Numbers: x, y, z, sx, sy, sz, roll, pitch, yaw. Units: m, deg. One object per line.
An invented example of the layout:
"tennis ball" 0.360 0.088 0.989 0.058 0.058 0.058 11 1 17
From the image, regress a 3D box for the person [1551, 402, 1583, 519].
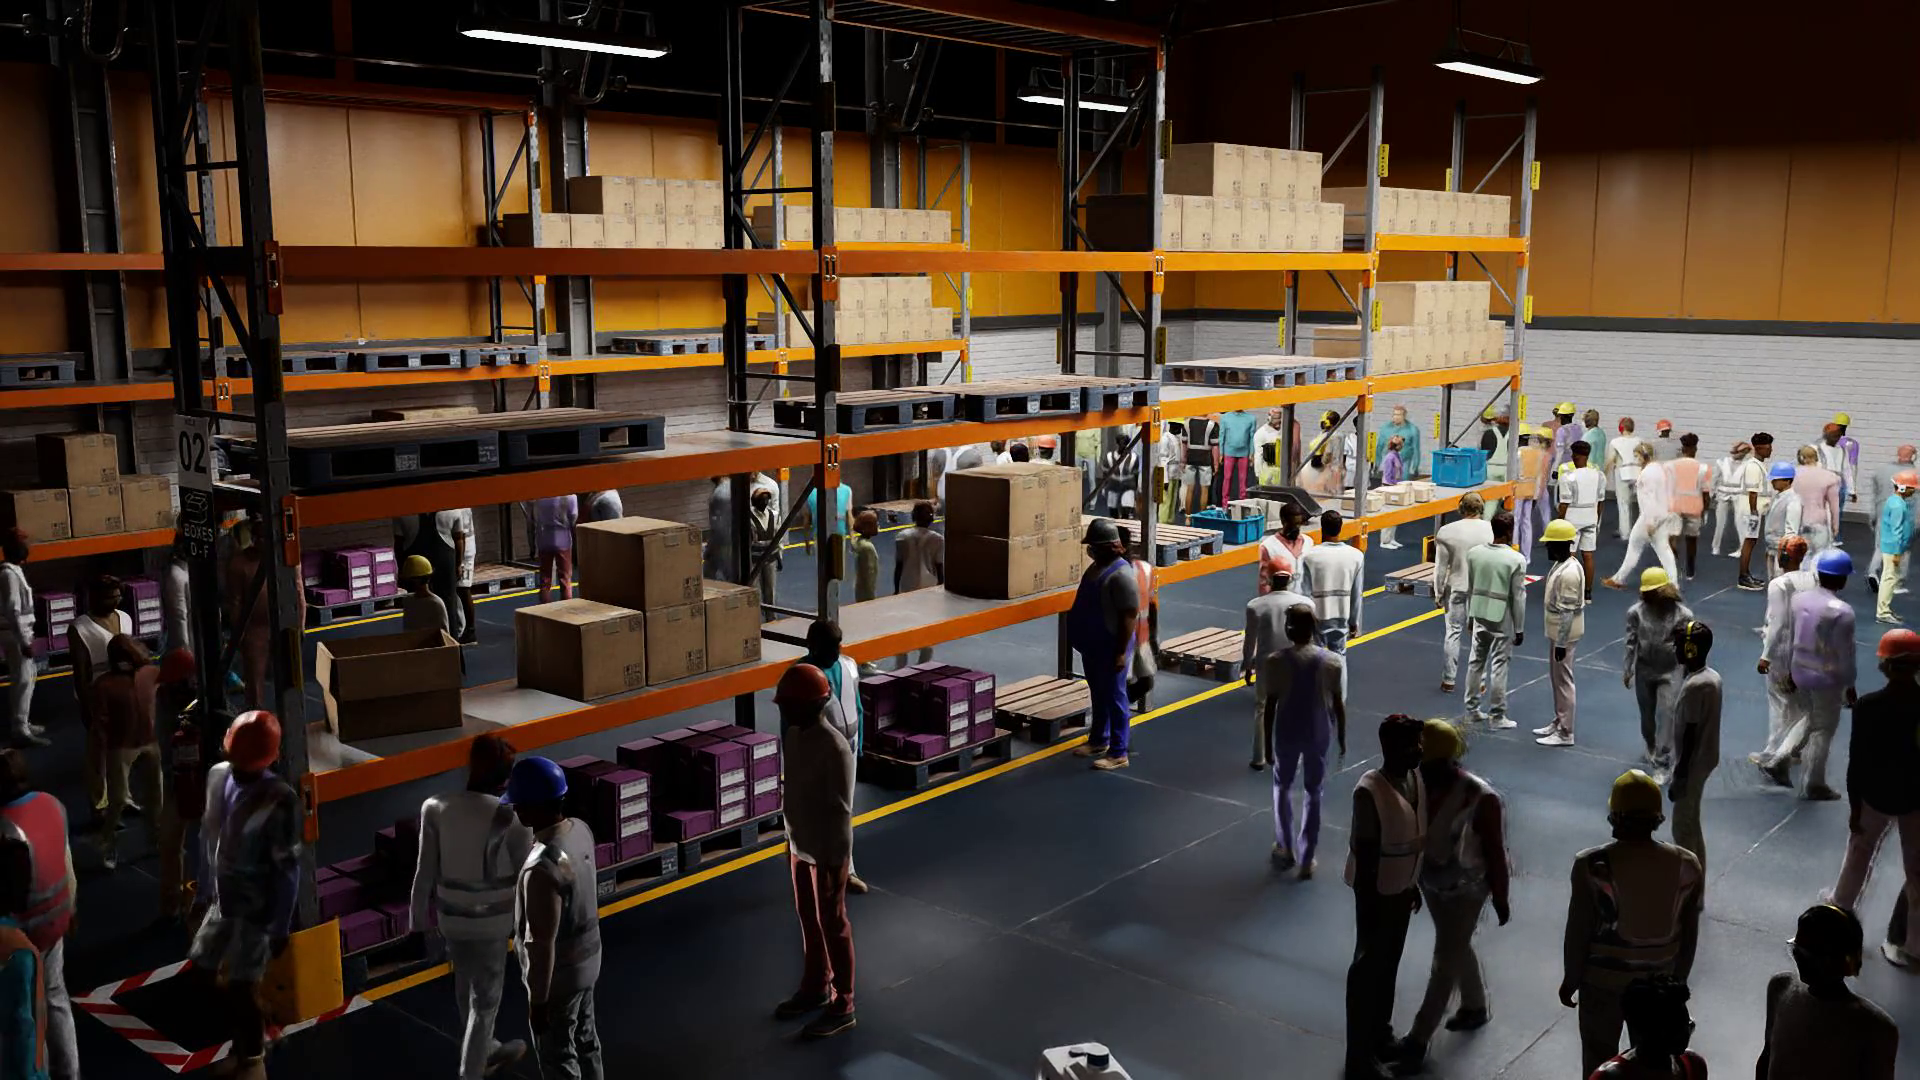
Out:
"person" 9.243 -1.138 25.418 0.594 1.925 0.370 -8 12 -39

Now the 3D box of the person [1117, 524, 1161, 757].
"person" 1.362 0.813 13.776 0.673 1.933 0.541 -6 11 -30

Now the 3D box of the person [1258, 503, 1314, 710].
"person" 2.955 0.596 15.132 0.603 1.904 0.386 -5 11 -29

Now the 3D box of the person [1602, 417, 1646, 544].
"person" 9.600 -0.868 24.145 0.594 1.815 0.753 -3 10 -18

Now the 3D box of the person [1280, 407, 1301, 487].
"person" 5.119 -1.238 26.119 0.655 1.900 0.395 -6 11 -34

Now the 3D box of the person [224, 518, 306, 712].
"person" -5.915 0.750 14.250 0.636 1.899 0.401 -8 12 -39

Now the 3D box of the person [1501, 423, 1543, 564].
"person" 7.519 -0.612 22.322 0.592 1.915 0.391 -5 11 -26

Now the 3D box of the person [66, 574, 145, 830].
"person" -6.158 1.154 12.002 0.390 1.838 0.563 2 10 11

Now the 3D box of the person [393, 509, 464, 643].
"person" -5.409 0.221 16.966 0.681 2.000 0.535 -3 10 -18

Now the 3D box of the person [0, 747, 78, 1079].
"person" -4.407 1.860 7.789 0.429 1.841 0.635 0 10 -2

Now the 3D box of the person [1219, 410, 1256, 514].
"person" 4.457 -1.399 26.774 0.613 1.994 0.381 1 10 4

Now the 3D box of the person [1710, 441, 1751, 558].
"person" 10.613 -0.560 22.908 0.541 1.615 0.374 6 11 30

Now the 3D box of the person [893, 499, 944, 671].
"person" -0.390 0.525 15.838 0.538 1.823 0.433 3 10 16

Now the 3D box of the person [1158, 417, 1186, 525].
"person" 3.097 -0.938 24.251 0.396 1.920 0.587 5 11 29

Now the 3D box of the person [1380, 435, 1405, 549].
"person" 6.132 -0.684 23.600 0.313 1.632 0.523 5 11 27

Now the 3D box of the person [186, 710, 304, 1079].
"person" -3.436 1.759 7.966 0.685 1.981 0.395 7 12 38

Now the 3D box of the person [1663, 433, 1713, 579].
"person" 9.158 -0.395 21.037 0.616 1.926 0.944 5 11 26

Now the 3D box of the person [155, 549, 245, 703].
"person" -7.128 0.616 15.372 0.991 1.798 0.496 -3 10 -16

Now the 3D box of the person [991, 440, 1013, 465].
"person" 0.571 -0.493 21.714 0.348 1.879 0.585 1 10 8

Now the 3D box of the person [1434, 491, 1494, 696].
"person" 4.785 0.497 15.666 0.634 1.931 0.359 3 10 16

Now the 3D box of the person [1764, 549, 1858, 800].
"person" 6.461 1.022 12.496 0.459 1.931 0.619 -1 10 -8

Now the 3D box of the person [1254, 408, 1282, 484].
"person" 4.694 -1.035 24.914 0.652 1.896 0.402 -6 11 -32

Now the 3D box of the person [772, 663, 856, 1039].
"person" -0.780 1.619 8.794 0.408 1.986 0.618 -6 11 -33

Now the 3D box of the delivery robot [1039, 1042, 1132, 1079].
"delivery robot" 0.616 2.509 7.453 0.477 0.478 0.707 -3 10 -17

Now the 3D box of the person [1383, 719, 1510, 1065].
"person" 2.495 1.765 8.568 0.914 1.770 0.605 -6 11 -32

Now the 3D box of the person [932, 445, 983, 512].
"person" 0.051 -0.600 21.868 0.705 2.000 0.798 5 11 29

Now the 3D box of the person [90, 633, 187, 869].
"person" -5.529 1.396 11.229 0.391 1.617 0.661 7 12 35

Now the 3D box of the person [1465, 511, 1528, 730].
"person" 4.652 0.702 14.502 0.388 1.911 0.585 -7 12 -36

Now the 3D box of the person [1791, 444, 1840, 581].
"person" 10.131 -0.190 19.887 0.670 1.895 0.641 6 11 33

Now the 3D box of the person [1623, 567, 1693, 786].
"person" 5.548 1.028 13.211 0.512 1.698 0.860 5 11 29

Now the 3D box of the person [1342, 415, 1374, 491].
"person" 6.182 -1.093 25.834 0.537 1.695 0.321 1 10 4

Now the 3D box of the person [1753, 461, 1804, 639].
"person" 8.831 0.115 17.911 0.415 1.940 0.611 2 10 10

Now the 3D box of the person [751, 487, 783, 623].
"person" -2.165 0.234 18.109 0.516 1.633 0.314 -6 11 -34

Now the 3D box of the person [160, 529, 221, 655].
"person" -6.285 0.838 13.684 0.399 1.907 0.644 -1 10 -7

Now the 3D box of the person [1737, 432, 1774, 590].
"person" 9.902 -0.369 20.707 0.361 1.964 0.613 5 11 27

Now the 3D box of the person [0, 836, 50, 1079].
"person" -3.765 2.076 6.399 0.593 1.883 0.903 6 11 32

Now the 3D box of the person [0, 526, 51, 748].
"person" -7.935 0.804 14.012 0.388 1.871 0.626 -5 11 -25

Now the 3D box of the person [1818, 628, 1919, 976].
"person" 5.462 1.480 9.767 0.609 1.933 0.994 1 10 4

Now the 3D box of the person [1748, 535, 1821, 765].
"person" 6.656 0.895 13.405 0.586 1.882 0.340 -6 11 -31

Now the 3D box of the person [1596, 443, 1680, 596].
"person" 8.350 -0.250 20.278 1.006 1.866 0.639 7 12 36

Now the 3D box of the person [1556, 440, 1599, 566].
"person" 8.267 -0.490 22.287 0.545 1.689 0.327 3 10 18
